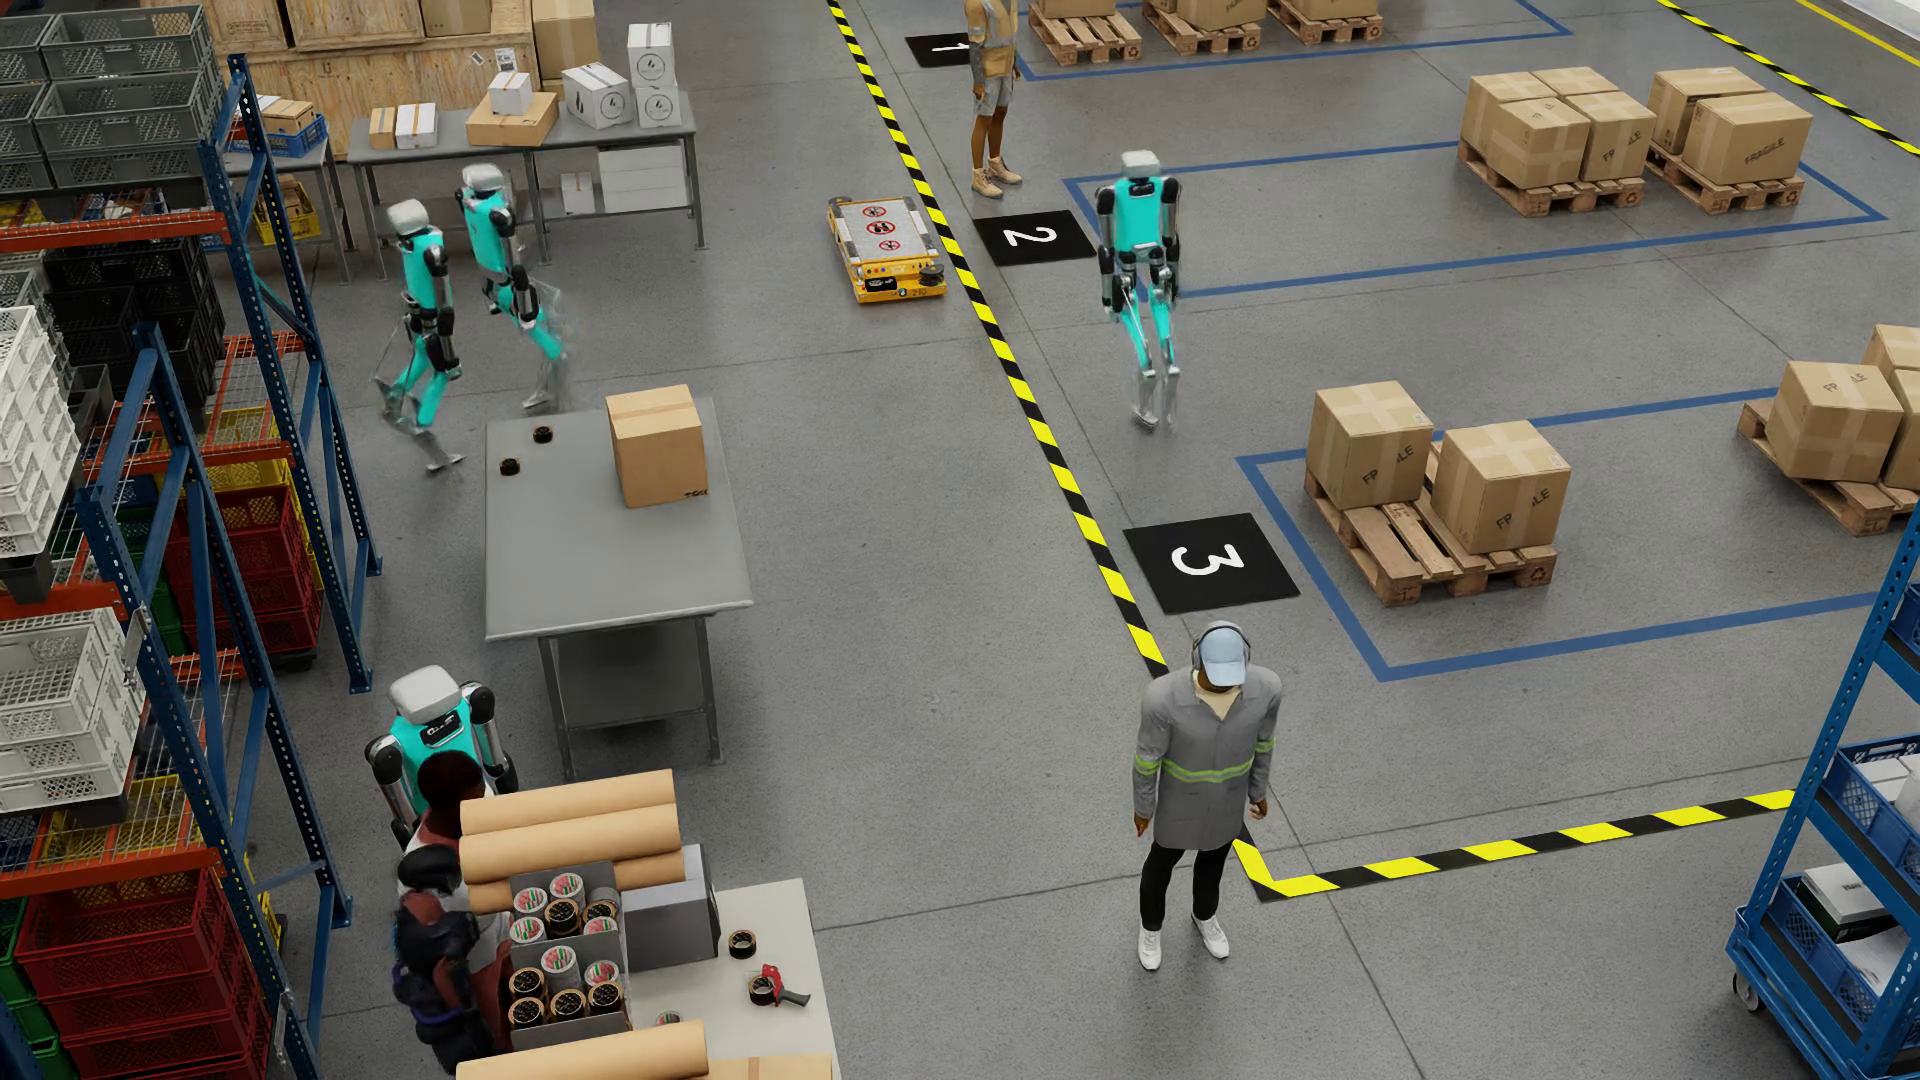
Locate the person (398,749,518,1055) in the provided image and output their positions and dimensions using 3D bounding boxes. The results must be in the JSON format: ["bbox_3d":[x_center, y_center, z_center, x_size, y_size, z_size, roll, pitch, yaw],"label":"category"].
[{"bbox_3d":[-1.789,1.501,6.166,0.406,1.910,0.587,5,37,7],"label":"person"}]

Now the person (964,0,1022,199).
[{"bbox_3d":[0.288,-3.717,13.062,0.366,2.048,0.606,21,42,26],"label":"person"}]

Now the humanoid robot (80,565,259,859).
[{"bbox_3d":[-3.546,0.756,7.367,0.538,1.642,0.609,-4,37,-6],"label":"humanoid robot"}]

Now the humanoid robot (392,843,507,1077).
[{"bbox_3d":[-1.861,1.700,6.087,0.330,1.641,0.609,-23,42,-28],"label":"humanoid robot"}]

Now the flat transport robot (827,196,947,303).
[{"bbox_3d":[-0.570,-2.220,12.538,0.659,0.231,1.431,-8,37,-10],"label":"flat transport robot"}]

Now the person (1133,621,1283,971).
[{"bbox_3d":[0.997,1.057,6.807,0.596,1.850,0.397,-6,37,-8],"label":"person"}]

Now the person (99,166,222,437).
[{"bbox_3d":[-4.952,-1.475,10.228,0.507,1.837,0.334,27,44,31],"label":"person"}]

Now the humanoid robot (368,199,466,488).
[{"bbox_3d":[-3.244,-1.067,9.815,0.651,1.868,0.538,-24,43,-29],"label":"humanoid robot"}]

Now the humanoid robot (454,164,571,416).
[{"bbox_3d":[-2.665,-1.525,10.432,0.711,1.863,0.537,-30,46,-34],"label":"humanoid robot"}]

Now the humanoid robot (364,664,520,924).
[{"bbox_3d":[-1.805,1.271,6.503,0.735,1.677,0.533,27,44,31],"label":"humanoid robot"}]

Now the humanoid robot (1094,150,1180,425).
[{"bbox_3d":[1.168,-1.440,10.291,0.555,1.813,0.787,-11,38,-14],"label":"humanoid robot"}]
